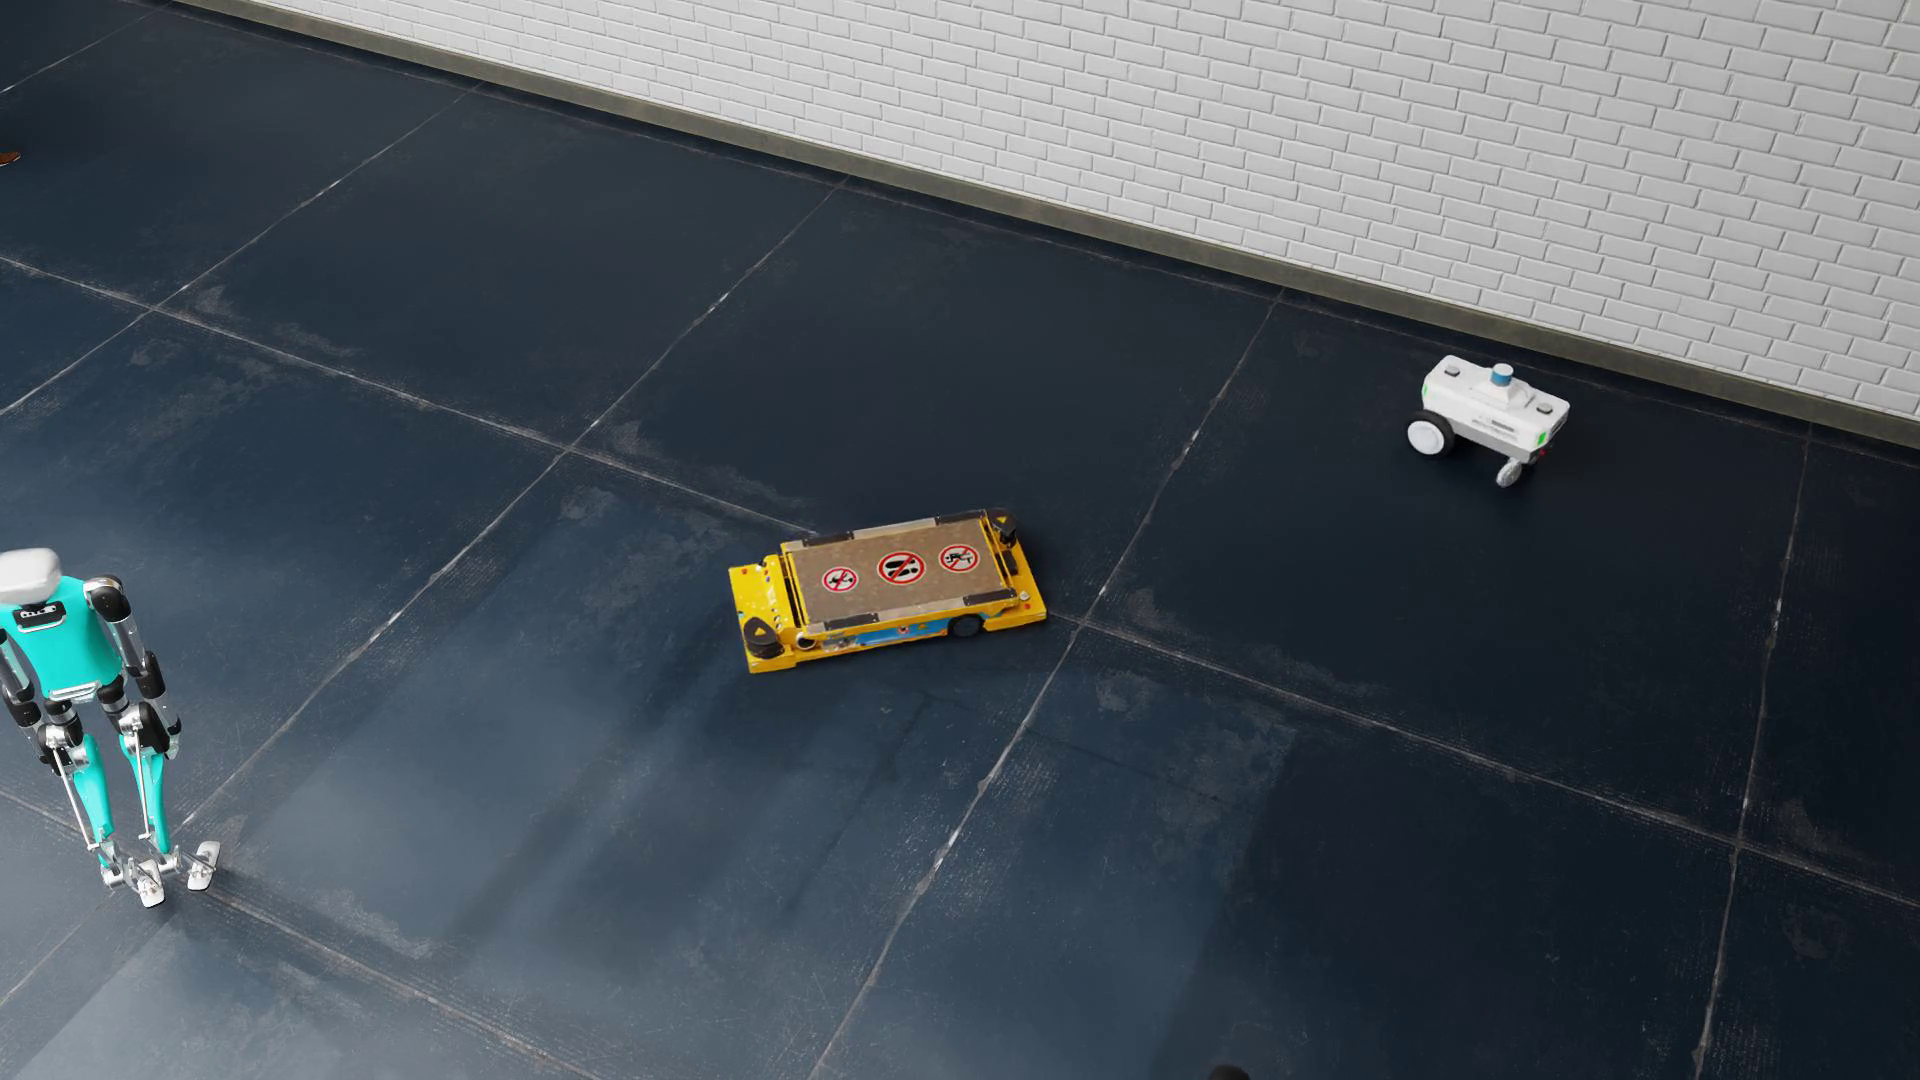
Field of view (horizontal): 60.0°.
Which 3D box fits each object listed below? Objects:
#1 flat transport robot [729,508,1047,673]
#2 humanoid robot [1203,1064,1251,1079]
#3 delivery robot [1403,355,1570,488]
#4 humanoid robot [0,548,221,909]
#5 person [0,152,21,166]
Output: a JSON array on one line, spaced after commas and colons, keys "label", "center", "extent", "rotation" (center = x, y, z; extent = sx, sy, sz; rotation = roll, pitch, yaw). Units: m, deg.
[{"label": "flat transport robot", "center": [-0.358, 0.232, 8.005], "extent": [1.431, 0.231, 0.659], "rotation": [-10, 44, -10]}, {"label": "humanoid robot", "center": [0.668, 2.132, 4.926], "extent": [0.602, 1.635, 0.429], "rotation": [8, 43, 9]}, {"label": "delivery robot", "center": [2.768, -0.670, 8.782], "extent": [0.785, 0.614, 0.499], "rotation": [28, 50, 27]}, {"label": "humanoid robot", "center": [-3.191, 0.832, 6.179], "extent": [0.533, 1.677, 0.735], "rotation": [-12, 44, -13]}, {"label": "person", "center": [-6.567, -3.147, 10.646], "extent": [0.496, 1.632, 0.291], "rotation": [16, 45, 17]}]
